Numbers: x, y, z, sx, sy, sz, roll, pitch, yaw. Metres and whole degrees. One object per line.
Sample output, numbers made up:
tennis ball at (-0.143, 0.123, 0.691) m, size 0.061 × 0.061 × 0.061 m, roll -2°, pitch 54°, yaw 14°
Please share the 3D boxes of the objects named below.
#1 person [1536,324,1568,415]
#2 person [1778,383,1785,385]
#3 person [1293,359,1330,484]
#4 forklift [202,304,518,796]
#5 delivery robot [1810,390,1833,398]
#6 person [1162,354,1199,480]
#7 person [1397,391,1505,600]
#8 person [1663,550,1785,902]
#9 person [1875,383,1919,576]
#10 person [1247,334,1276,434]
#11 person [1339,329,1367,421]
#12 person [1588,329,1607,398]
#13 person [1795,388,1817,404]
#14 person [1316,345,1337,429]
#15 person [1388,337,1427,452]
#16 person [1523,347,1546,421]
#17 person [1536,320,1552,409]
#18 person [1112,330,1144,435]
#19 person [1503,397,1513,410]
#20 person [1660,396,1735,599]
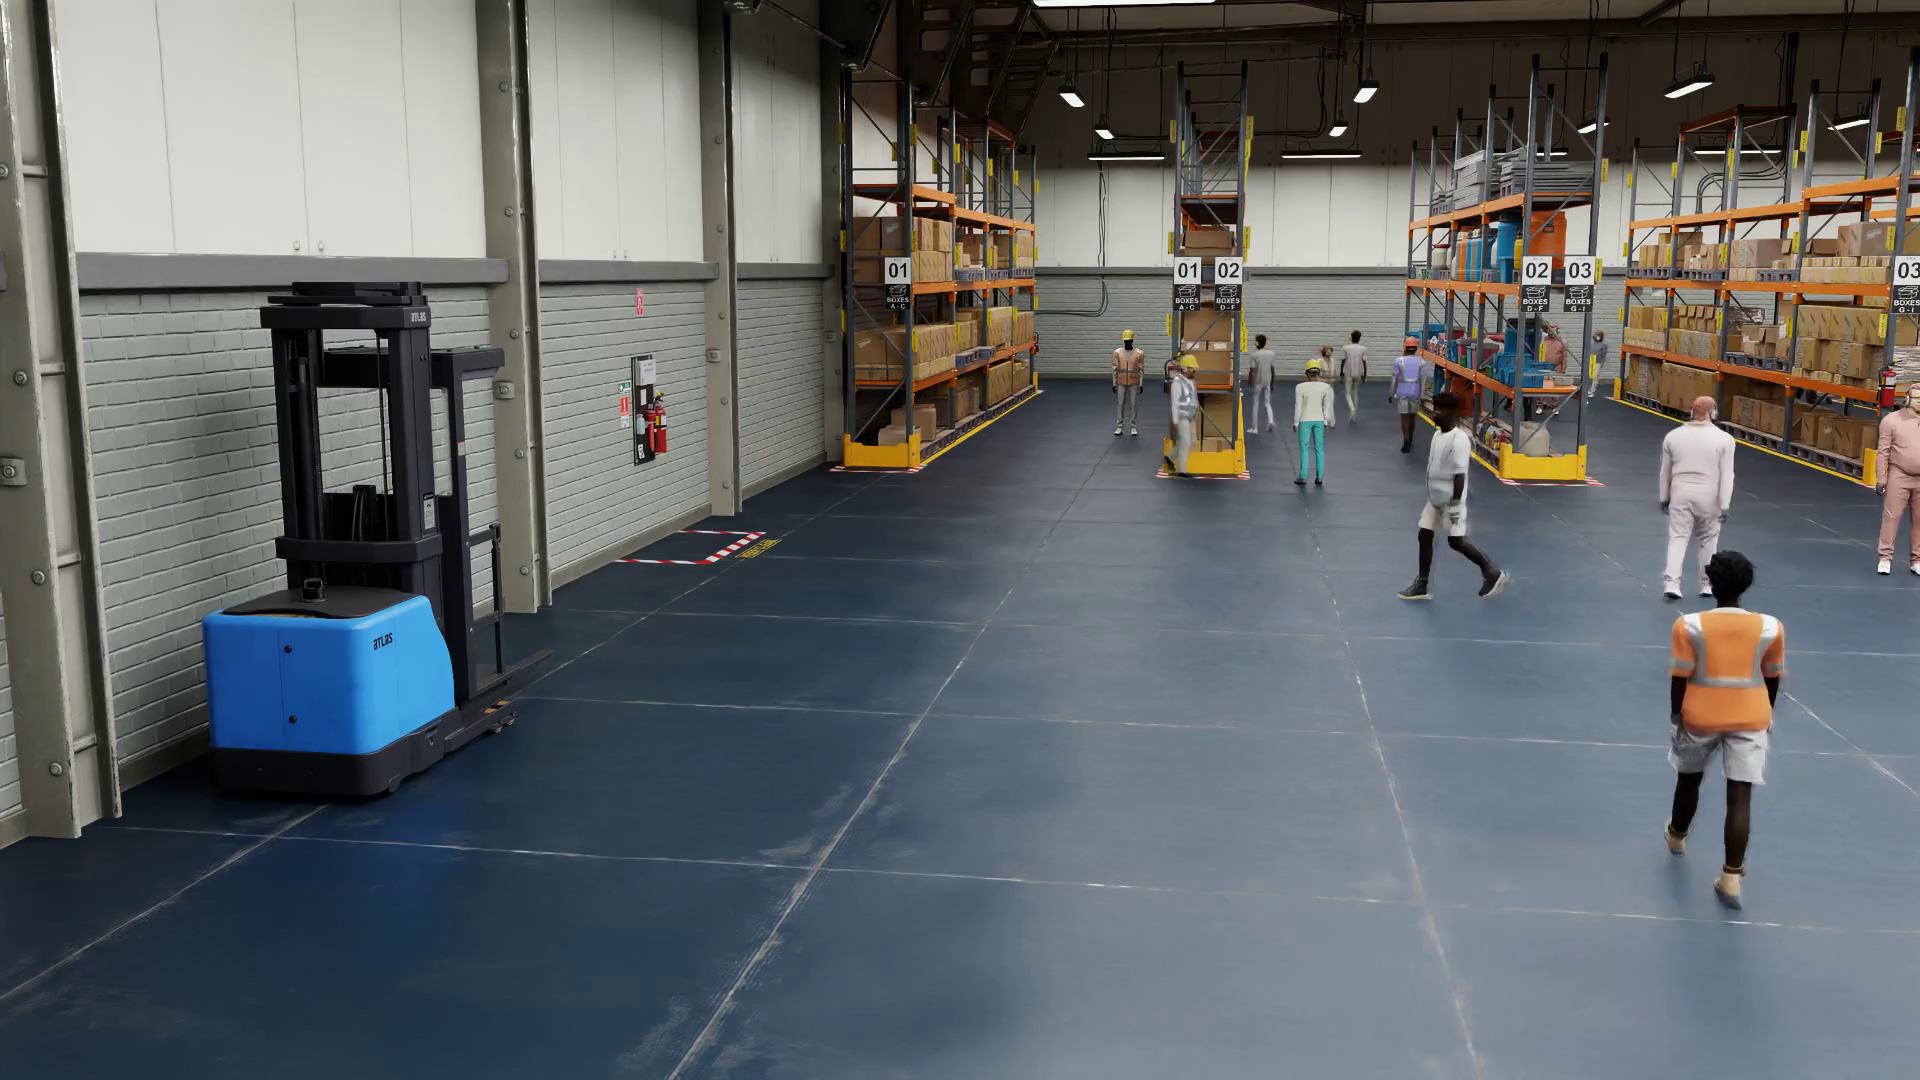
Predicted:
person at (12.374, -3.576, 34.847) m, size 0.640 × 1.905 × 0.410 m, roll 4°, pitch 10°, yaw 21°
person at (16.339, -3.180, 33.132) m, size 0.319 × 1.671 × 0.665 m, roll 2°, pitch 9°, yaw 11°
person at (4.955, -1.668, 23.497) m, size 0.533 × 1.768 × 0.310 m, roll -2°, pitch 9°, yaw -13°
forklift at (-3.673, -0.038, 10.147) m, size 1.129 × 2.768 × 1.873 m, roll 1°, pitch 9°, yaw 9°
delivery robot at (19.672, -3.436, 37.967) m, size 0.477 × 0.478 × 0.707 m, roll 2°, pitch 9°, yaw 14°
person at (3.210, -1.791, 24.112) m, size 0.527 × 1.811 × 0.613 m, roll 5°, pitch 11°, yaw 29°
person at (4.522, -0.399, 15.180) m, size 0.888 × 1.939 × 0.617 m, roll -1°, pitch 9°, yaw -7°
person at (3.745, 0.868, 8.194) m, size 0.538 × 1.660 × 0.847 m, roll 3°, pitch 10°, yaw 17°
person at (9.435, -0.601, 16.476) m, size 0.660 × 1.905 × 0.405 m, roll 2°, pitch 9°, yaw 13°
person at (5.565, -2.876, 30.675) m, size 0.572 × 1.855 × 0.593 m, roll -2°, pitch 10°, yaw -15°
person at (7.855, -3.281, 33.228) m, size 0.529 × 1.842 × 0.727 m, roll 0°, pitch 9°, yaw -1°
person at (15.083, -4.190, 39.497) m, size 0.505 × 1.613 × 0.336 m, roll 8°, pitch 12°, yaw 40°
person at (18.442, -3.774, 36.054) m, size 0.597 × 1.902 × 0.644 m, roll 1°, pitch 9°, yaw 6°
person at (6.944, -2.933, 31.813) m, size 0.523 × 1.594 × 0.797 m, roll -4°, pitch 10°, yaw -24°
person at (7.512, -2.458, 27.960) m, size 0.570 × 1.891 × 0.941 m, roll 1°, pitch 9°, yaw 4°
person at (11.329, -3.283, 32.994) m, size 0.543 × 1.915 × 0.502 m, roll 1°, pitch 9°, yaw 6°
person at (12.700, -3.835, 36.350) m, size 0.373 × 1.935 × 0.628 m, roll -4°, pitch 10°, yaw -21°
person at (3.083, -2.891, 30.542) m, size 0.590 × 1.927 × 0.367 m, roll 2°, pitch 9°, yaw 11°
person at (11.943, -3.763, 35.802) m, size 0.628 × 1.969 × 0.696 m, roll -1°, pitch 9°, yaw -3°
person at (6.750, -0.368, 15.275) m, size 0.657 × 1.894 × 0.872 m, roll 7°, pitch 12°, yaw 38°
